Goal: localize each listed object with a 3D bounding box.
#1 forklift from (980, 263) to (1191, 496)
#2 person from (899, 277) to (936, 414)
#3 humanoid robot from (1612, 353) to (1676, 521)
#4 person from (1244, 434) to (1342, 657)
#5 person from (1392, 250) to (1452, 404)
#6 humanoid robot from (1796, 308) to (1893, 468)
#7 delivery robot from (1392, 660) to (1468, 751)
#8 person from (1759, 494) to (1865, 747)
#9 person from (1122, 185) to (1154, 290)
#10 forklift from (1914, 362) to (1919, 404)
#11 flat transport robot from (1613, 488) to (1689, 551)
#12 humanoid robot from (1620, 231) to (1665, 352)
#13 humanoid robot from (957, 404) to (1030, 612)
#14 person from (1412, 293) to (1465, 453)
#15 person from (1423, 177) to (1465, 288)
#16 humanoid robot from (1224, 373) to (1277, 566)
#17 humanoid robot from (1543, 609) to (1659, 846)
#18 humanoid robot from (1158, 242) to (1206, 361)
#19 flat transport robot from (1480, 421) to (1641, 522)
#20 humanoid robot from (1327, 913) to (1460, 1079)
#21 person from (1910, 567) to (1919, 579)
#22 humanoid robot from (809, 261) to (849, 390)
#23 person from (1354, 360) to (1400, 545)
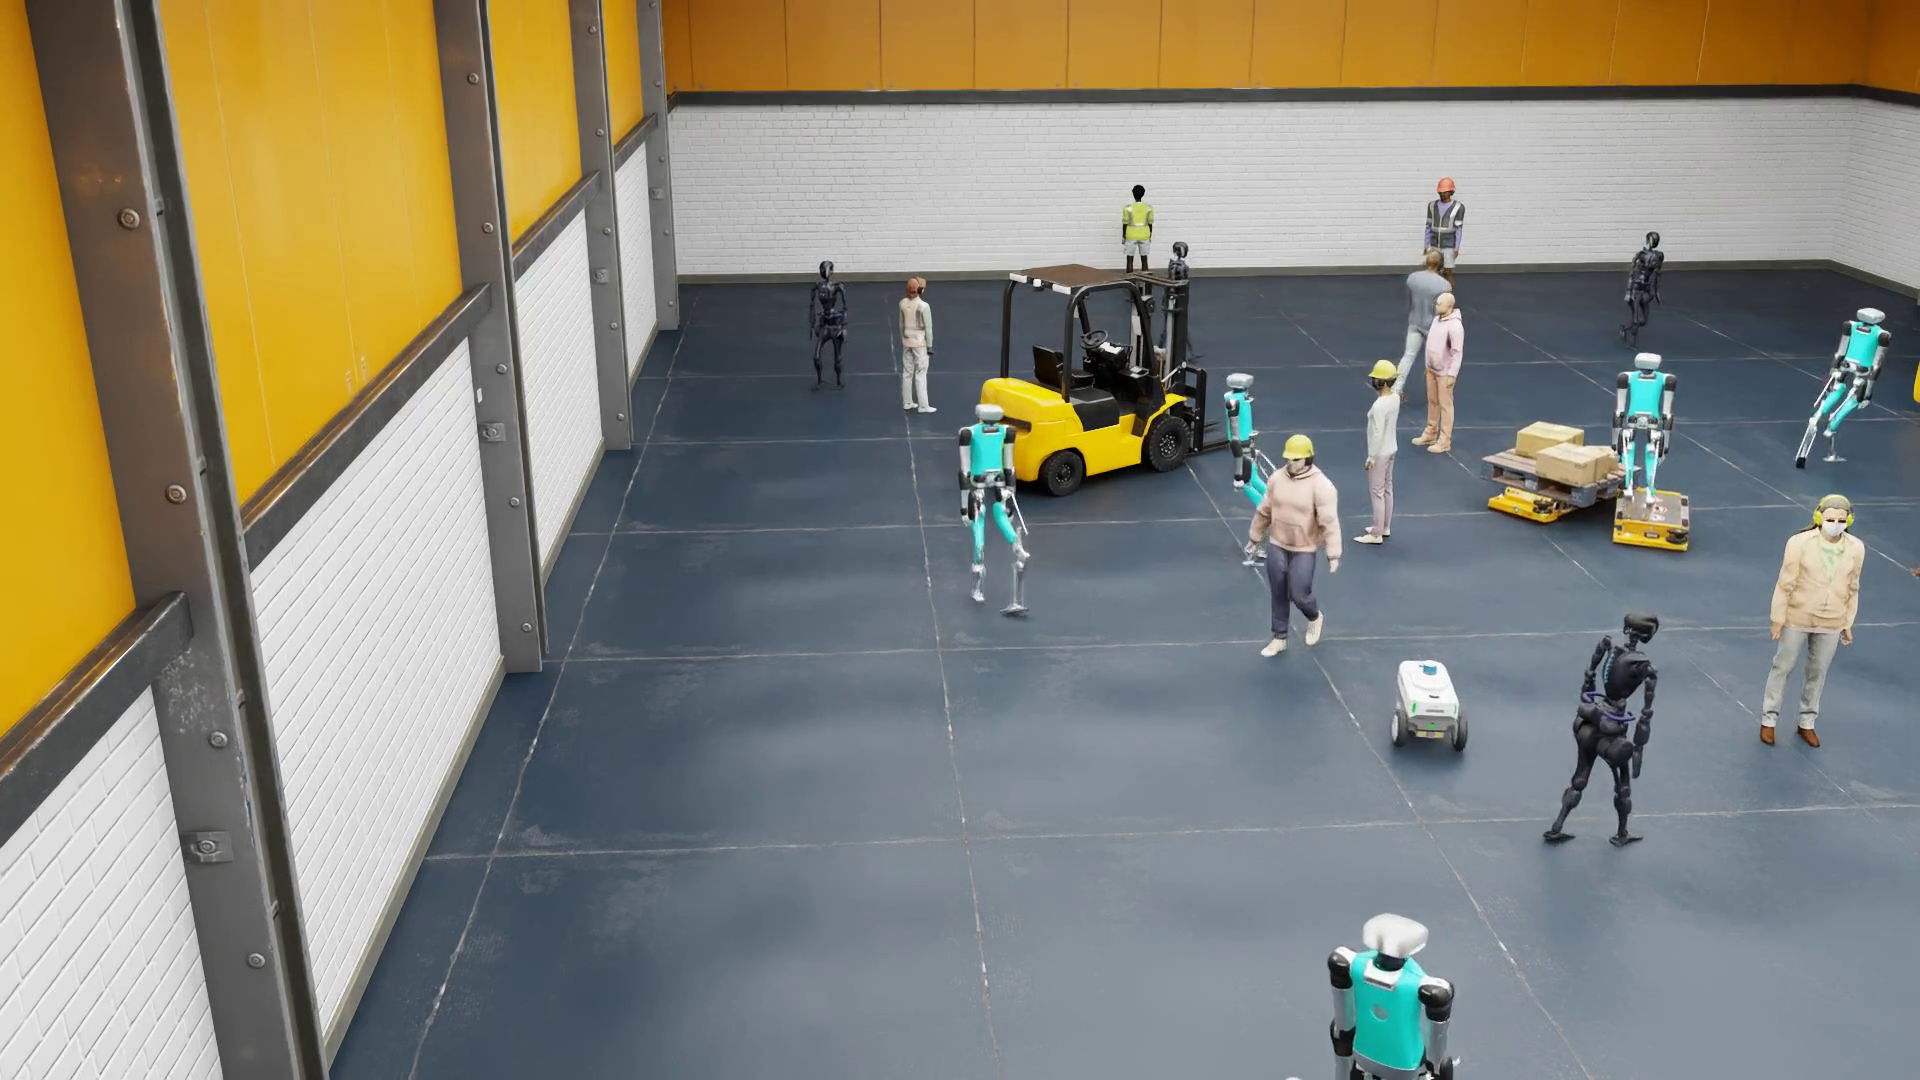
[{"bbox_3d":[1.315,-1.764,17.646,2.313,2.155,1.214,-14,24,-33],"label":"forklift"},{"bbox_3d":[-0.524,-2.342,20.011,0.513,1.641,0.309,19,27,41],"label":"person"},{"bbox_3d":[6.446,-0.806,15.795,0.551,1.838,0.792,7,21,19],"label":"humanoid robot"},{"bbox_3d":[2.673,0.037,13.238,0.808,1.853,0.492,17,26,39],"label":"person"},{"bbox_3d":[5.706,-2.622,20.414,0.627,1.898,0.997,18,27,40],"label":"person"},{"bbox_3d":[9.399,-1.579,17.845,0.962,1.768,0.582,-11,23,-28],"label":"humanoid robot"},{"bbox_3d":[3.380,1.160,12.042,0.499,0.587,0.774,2,20,6],"label":"delivery robot"},{"bbox_3d":[6.030,0.558,11.777,0.565,1.874,0.391,3,20,8],"label":"person"},{"bbox_3d":[2.864,-4.881,26.864,0.530,1.689,0.322,-3,20,-8],"label":"person"},{"bbox_3d":[12.602,-2.435,19.475,2.313,2.155,1.214,-1,20,-4],"label":"forklift"},{"bbox_3d":[6.758,-0.232,16.260,0.659,0.231,1.431,8,22,20],"label":"flat transport robot"},{"bbox_3d":[9.388,-3.473,23.050,0.589,1.637,0.530,-8,22,-21],"label":"humanoid robot"},{"bbox_3d":[0.349,-0.217,14.114,0.577,1.740,0.945,-9,22,-23],"label":"humanoid robot"},{"bbox_3d":[5.377,-1.870,18.523,0.403,1.782,0.529,-6,21,-16],"label":"person"},{"bbox_3d":[7.340,-4.502,25.347,0.598,2.035,0.396,16,25,37],"label":"person"},{"bbox_3d":[2.763,-0.623,15.218,0.773,1.782,0.563,7,21,19],"label":"humanoid robot"},{"bbox_3d":[4.092,1.169,10.455,0.637,1.640,0.626,-5,21,-15],"label":"humanoid robot"},{"bbox_3d":[2.945,-3.168,22.247,0.733,1.630,0.597,8,22,20],"label":"humanoid robot"},{"bbox_3d":[6.082,-0.482,16.940,1.431,0.231,0.659,-15,25,-36],"label":"flat transport robot"},{"bbox_3d":[1.941,2.323,7.222,0.570,1.755,1.051,15,25,35],"label":"humanoid robot"},{"bbox_3d":[9.017,-0.417,14.555,0.973,1.782,0.510,6,21,16],"label":"person"},{"bbox_3d":[-1.641,-2.683,20.909,0.588,1.645,0.485,10,22,24],"label":"humanoid robot"},{"bbox_3d":[3.953,-0.832,15.720,0.322,1.767,0.532,13,24,31],"label":"person"}]
